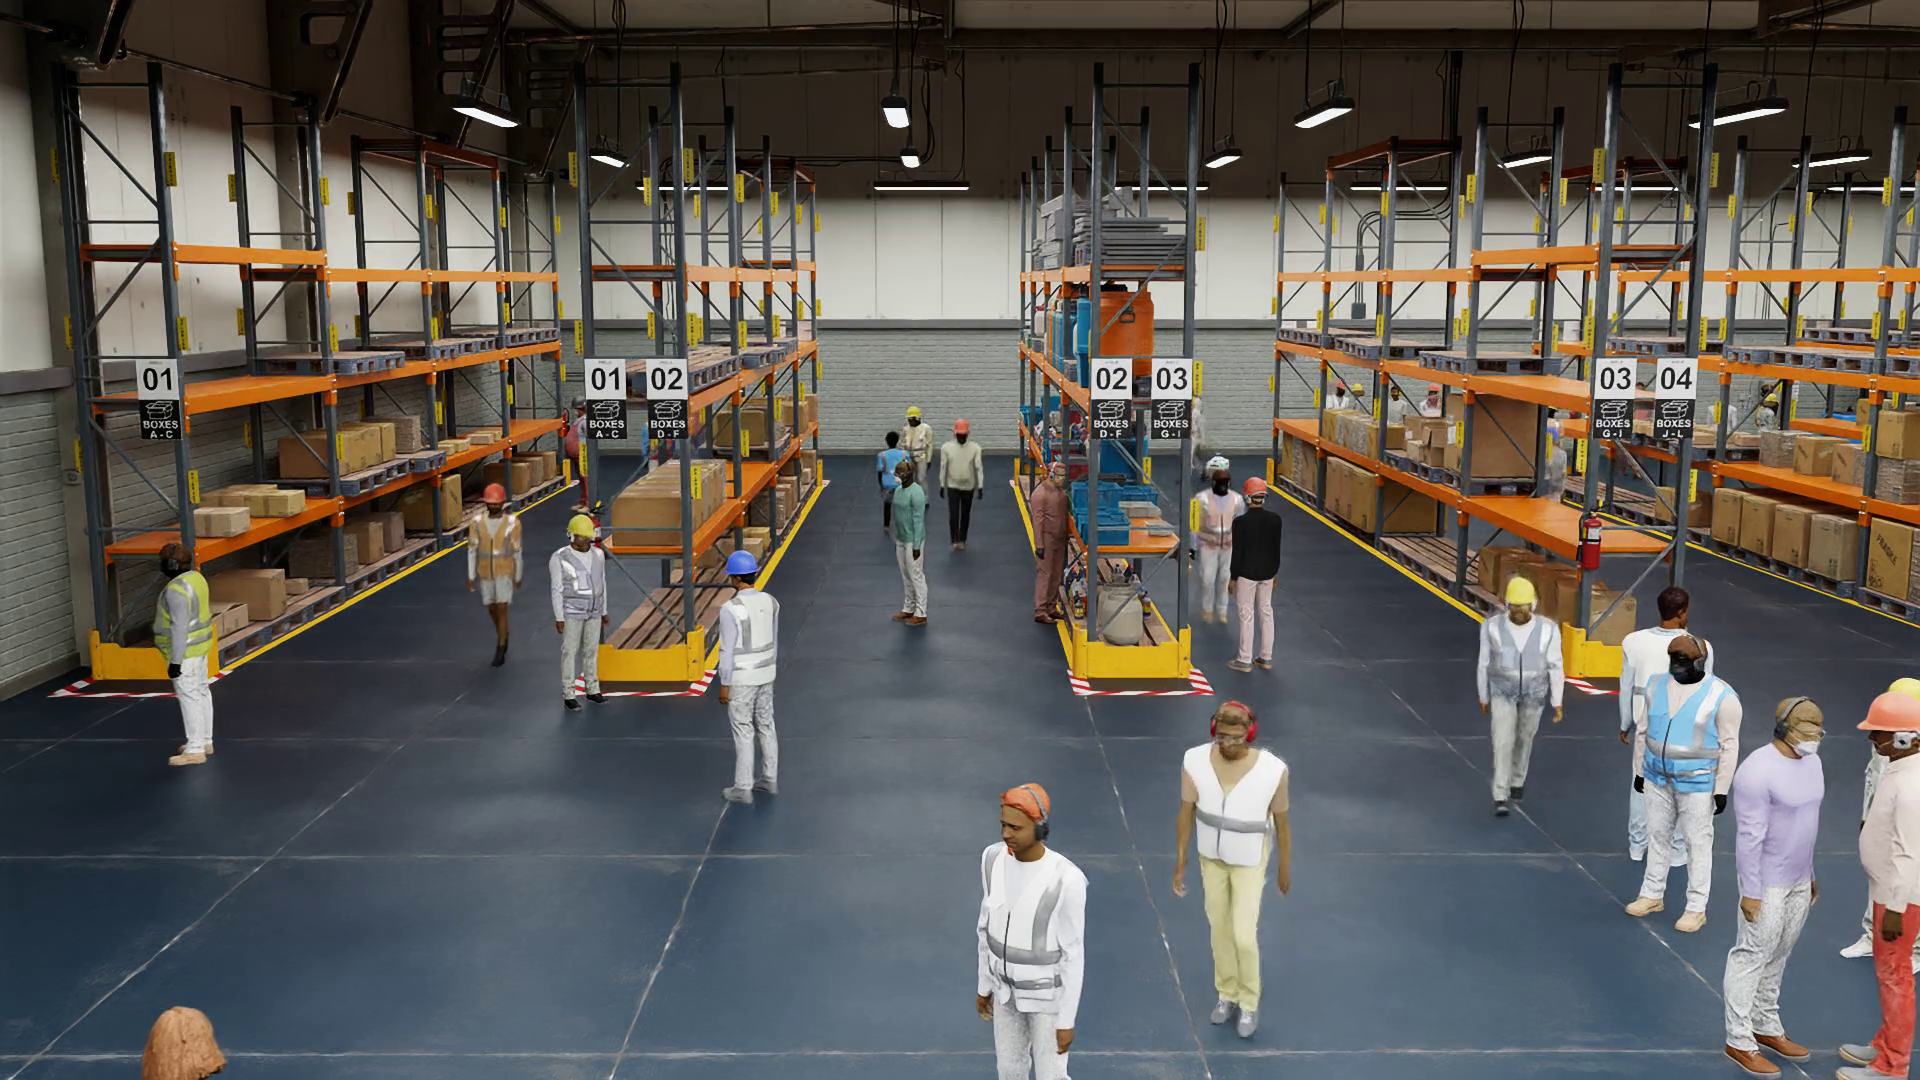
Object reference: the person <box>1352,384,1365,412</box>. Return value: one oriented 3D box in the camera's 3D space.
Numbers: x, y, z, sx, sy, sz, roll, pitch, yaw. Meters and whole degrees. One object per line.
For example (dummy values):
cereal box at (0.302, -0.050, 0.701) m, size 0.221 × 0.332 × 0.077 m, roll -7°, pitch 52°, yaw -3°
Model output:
person at (8.796, -2.594, 36.831) m, size 0.322 × 1.736 × 0.490 m, roll 3°, pitch 9°, yaw 21°

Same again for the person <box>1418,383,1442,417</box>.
person at (9.687, -2.267, 34.142) m, size 0.563 × 1.903 × 0.873 m, roll 2°, pitch 9°, yaw 14°

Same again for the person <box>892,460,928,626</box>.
person at (-0.590, 0.027, 19.343) m, size 0.379 × 1.931 × 0.625 m, roll -4°, pitch 10°, yaw -26°

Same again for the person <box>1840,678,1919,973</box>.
person at (5.405, 1.639, 9.582) m, size 0.305 × 1.736 × 0.484 m, roll -4°, pitch 10°, yaw -23°

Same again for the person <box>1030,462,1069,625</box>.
person at (1.080, 0.027, 19.457) m, size 0.401 × 1.893 × 0.654 m, roll 6°, pitch 11°, yaw 34°

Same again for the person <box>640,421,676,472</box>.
person at (-5.274, -1.434, 29.091) m, size 0.649 × 1.823 × 0.432 m, roll -6°, pitch 11°, yaw -36°

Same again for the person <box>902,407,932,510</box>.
person at (-0.760, -1.419, 29.010) m, size 0.604 × 1.822 × 0.405 m, roll 6°, pitch 10°, yaw 32°

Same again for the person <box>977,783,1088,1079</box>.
person at (0.293, 1.950, 7.116) m, size 0.573 × 1.880 × 0.359 m, roll 9°, pitch 12°, yaw 44°

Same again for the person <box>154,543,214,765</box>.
person at (-6.421, 0.936, 13.763) m, size 0.430 × 1.844 × 0.624 m, roll -1°, pitch 9°, yaw -7°

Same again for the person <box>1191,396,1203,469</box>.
person at (5.007, -2.431, 35.442) m, size 0.350 × 1.838 × 0.504 m, roll 2°, pitch 9°, yaw 10°

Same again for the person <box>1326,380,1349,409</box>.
person at (8.103, -2.558, 36.132) m, size 0.566 × 1.894 × 0.884 m, roll -3°, pitch 9°, yaw -16°

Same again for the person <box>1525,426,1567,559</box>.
person at (8.488, -0.720, 24.188) m, size 0.621 × 1.917 × 0.889 m, roll 0°, pitch 9°, yaw 0°

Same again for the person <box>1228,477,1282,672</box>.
person at (3.007, 0.352, 17.026) m, size 0.608 × 1.995 × 0.377 m, roll -5°, pitch 10°, yaw -28°

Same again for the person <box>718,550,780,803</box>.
person at (-1.631, 1.043, 12.786) m, size 0.416 × 1.940 × 0.601 m, roll 6°, pitch 11°, yaw 33°

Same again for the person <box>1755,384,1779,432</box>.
person at (16.964, -2.362, 35.018) m, size 0.429 × 1.836 × 0.628 m, roll 1°, pitch 9°, yaw 7°

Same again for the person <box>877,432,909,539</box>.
person at (-1.032, -0.860, 25.920) m, size 0.535 × 1.650 × 0.889 m, roll -1°, pitch 9°, yaw -5°

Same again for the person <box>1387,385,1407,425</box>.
person at (8.989, -2.273, 34.359) m, size 0.324 × 1.862 × 0.511 m, roll -8°, pitch 12°, yaw -43°

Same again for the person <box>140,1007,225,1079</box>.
person at (-2.517, 2.333, 5.483) m, size 0.504 × 1.628 × 0.288 m, roll -5°, pitch 10°, yaw -31°

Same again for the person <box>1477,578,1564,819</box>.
person at (4.184, 1.169, 12.427) m, size 0.607 × 1.780 × 0.929 m, roll 2°, pitch 9°, yaw 14°

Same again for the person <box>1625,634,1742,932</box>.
person at (4.444, 1.480, 10.267) m, size 0.429 × 1.840 × 0.633 m, roll -6°, pitch 11°, yaw -36°

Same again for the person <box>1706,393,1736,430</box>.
person at (15.873, -2.270, 34.726) m, size 0.563 × 1.727 × 0.687 m, roll 3°, pitch 9°, yaw 20°

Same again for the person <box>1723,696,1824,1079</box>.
person at (4.132, 1.723, 8.405) m, size 0.627 × 1.934 × 0.371 m, roll -6°, pitch 11°, yaw -35°

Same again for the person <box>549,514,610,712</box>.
person at (-3.526, 0.668, 15.515) m, size 0.404 × 1.833 × 0.589 m, roll 8°, pitch 12°, yaw 41°

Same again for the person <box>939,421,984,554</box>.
person at (0.031, -0.768, 24.394) m, size 0.642 × 1.938 × 1.018 m, roll -1°, pitch 9°, yaw -5°

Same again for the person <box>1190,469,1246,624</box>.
person at (3.007, 0.085, 19.287) m, size 0.662 × 1.822 × 0.507 m, roll 0°, pitch 9°, yaw -3°

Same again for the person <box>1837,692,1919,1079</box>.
person at (4.609, 1.726, 8.234) m, size 0.413 × 1.984 × 0.623 m, roll 4°, pitch 10°, yaw 26°

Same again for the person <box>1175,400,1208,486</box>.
person at (4.586, -1.970, 32.675) m, size 0.912 × 1.774 × 0.635 m, roll -5°, pitch 10°, yaw -31°

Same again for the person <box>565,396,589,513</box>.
person at (-6.547, -1.487, 28.713) m, size 0.537 × 2.000 × 0.679 m, roll -4°, pitch 10°, yaw -27°

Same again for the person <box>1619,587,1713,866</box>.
person at (4.804, 1.272, 11.370) m, size 0.590 × 1.913 × 0.396 m, roll 6°, pitch 11°, yaw 35°

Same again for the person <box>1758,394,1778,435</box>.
person at (16.297, -2.087, 33.569) m, size 0.320 × 1.731 × 0.489 m, roll 0°, pitch 9°, yaw 0°

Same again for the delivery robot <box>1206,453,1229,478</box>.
delivery robot at (5.137, -1.485, 33.159) m, size 0.477 × 0.478 × 0.707 m, roll 3°, pitch 9°, yaw 19°

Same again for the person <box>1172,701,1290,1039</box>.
person at (1.430, 1.723, 8.796) m, size 0.566 × 1.816 × 0.568 m, roll 5°, pitch 10°, yaw 28°

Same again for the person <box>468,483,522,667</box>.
person at (-4.874, 0.325, 17.554) m, size 0.539 × 1.910 × 0.945 m, roll 0°, pitch 9°, yaw 0°

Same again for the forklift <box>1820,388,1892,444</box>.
forklift at (20.072, -3.110, 36.462) m, size 1.873 × 2.768 × 1.129 m, roll 0°, pitch 9°, yaw 0°

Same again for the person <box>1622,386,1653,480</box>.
person at (13.634, -2.158, 33.476) m, size 0.667 × 1.895 × 0.426 m, roll 0°, pitch 9°, yaw -2°
